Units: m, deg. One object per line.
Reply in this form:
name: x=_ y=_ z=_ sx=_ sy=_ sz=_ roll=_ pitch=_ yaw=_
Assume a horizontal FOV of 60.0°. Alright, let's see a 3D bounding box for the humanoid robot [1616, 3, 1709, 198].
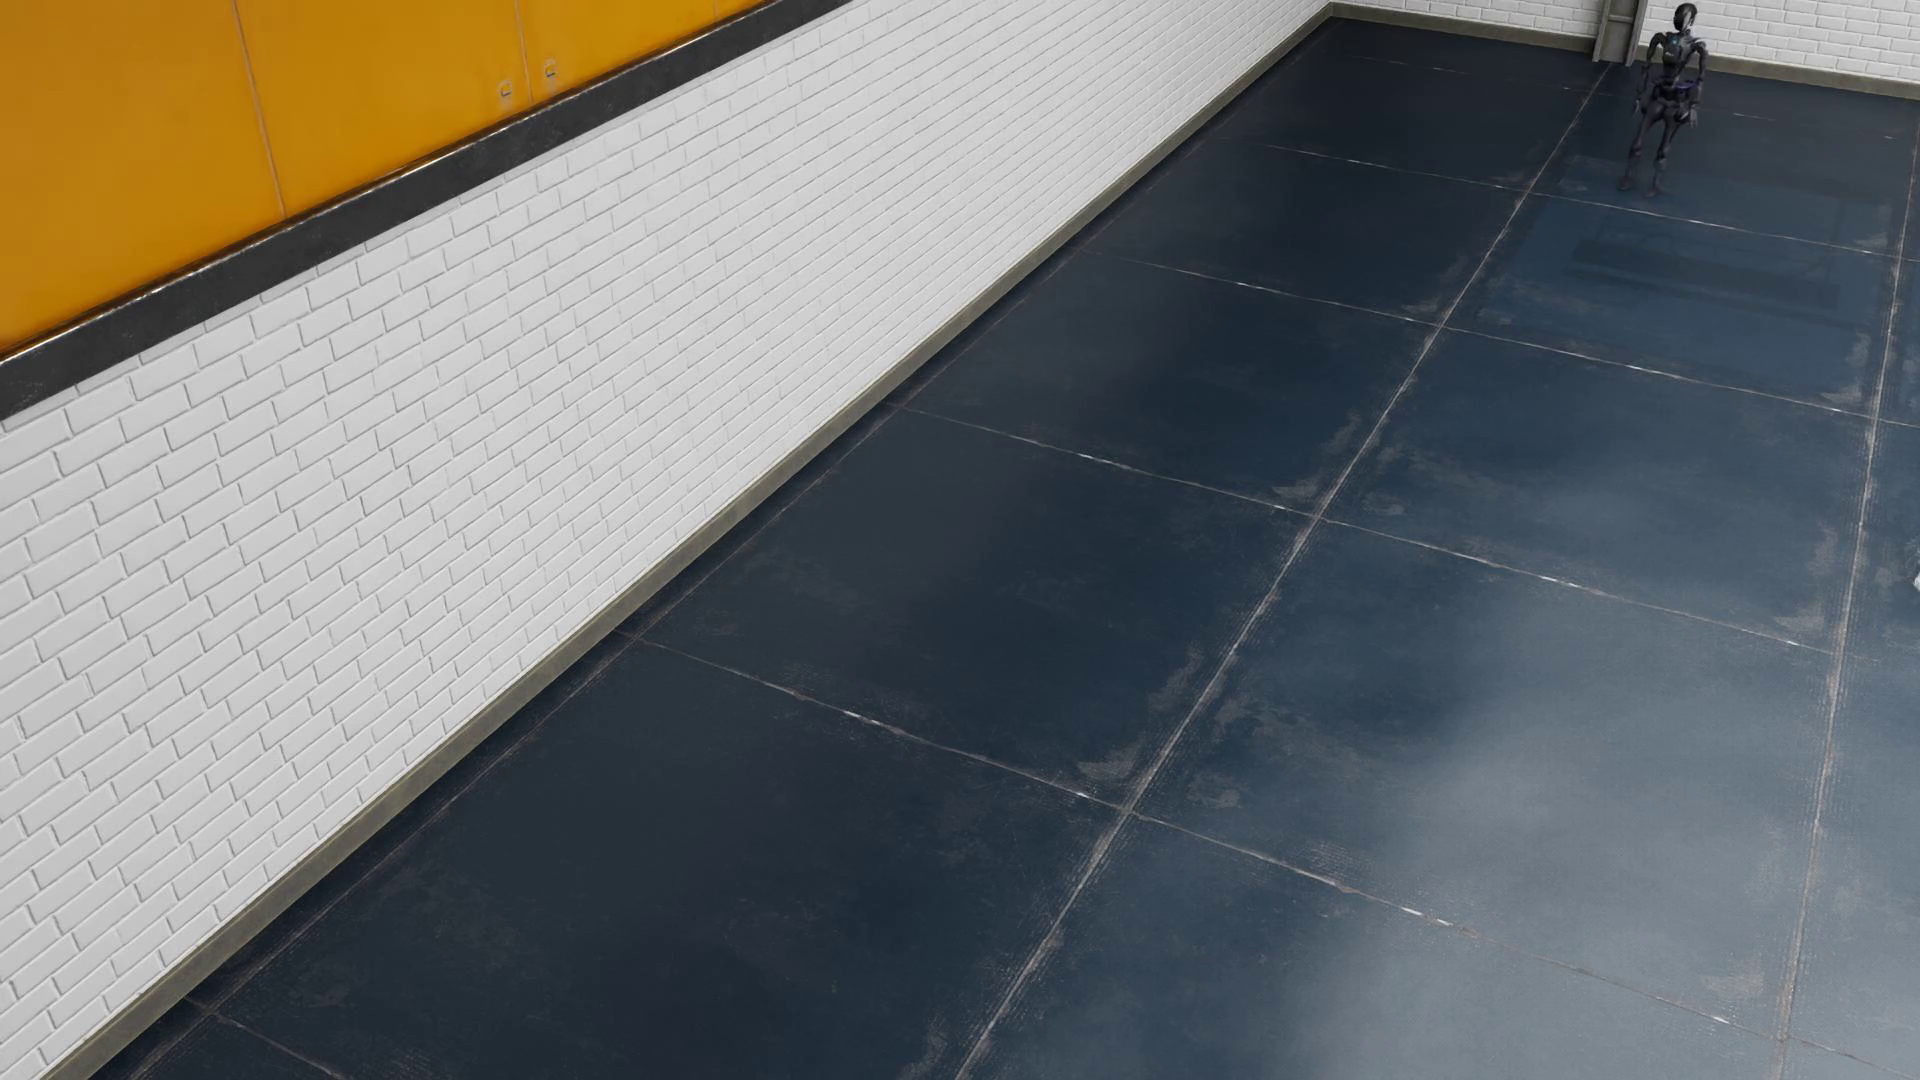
humanoid robot: x=6.088 y=-3.766 z=14.316 sx=0.388 sy=1.654 sz=0.602 roll=-29 pitch=43 yaw=-35
